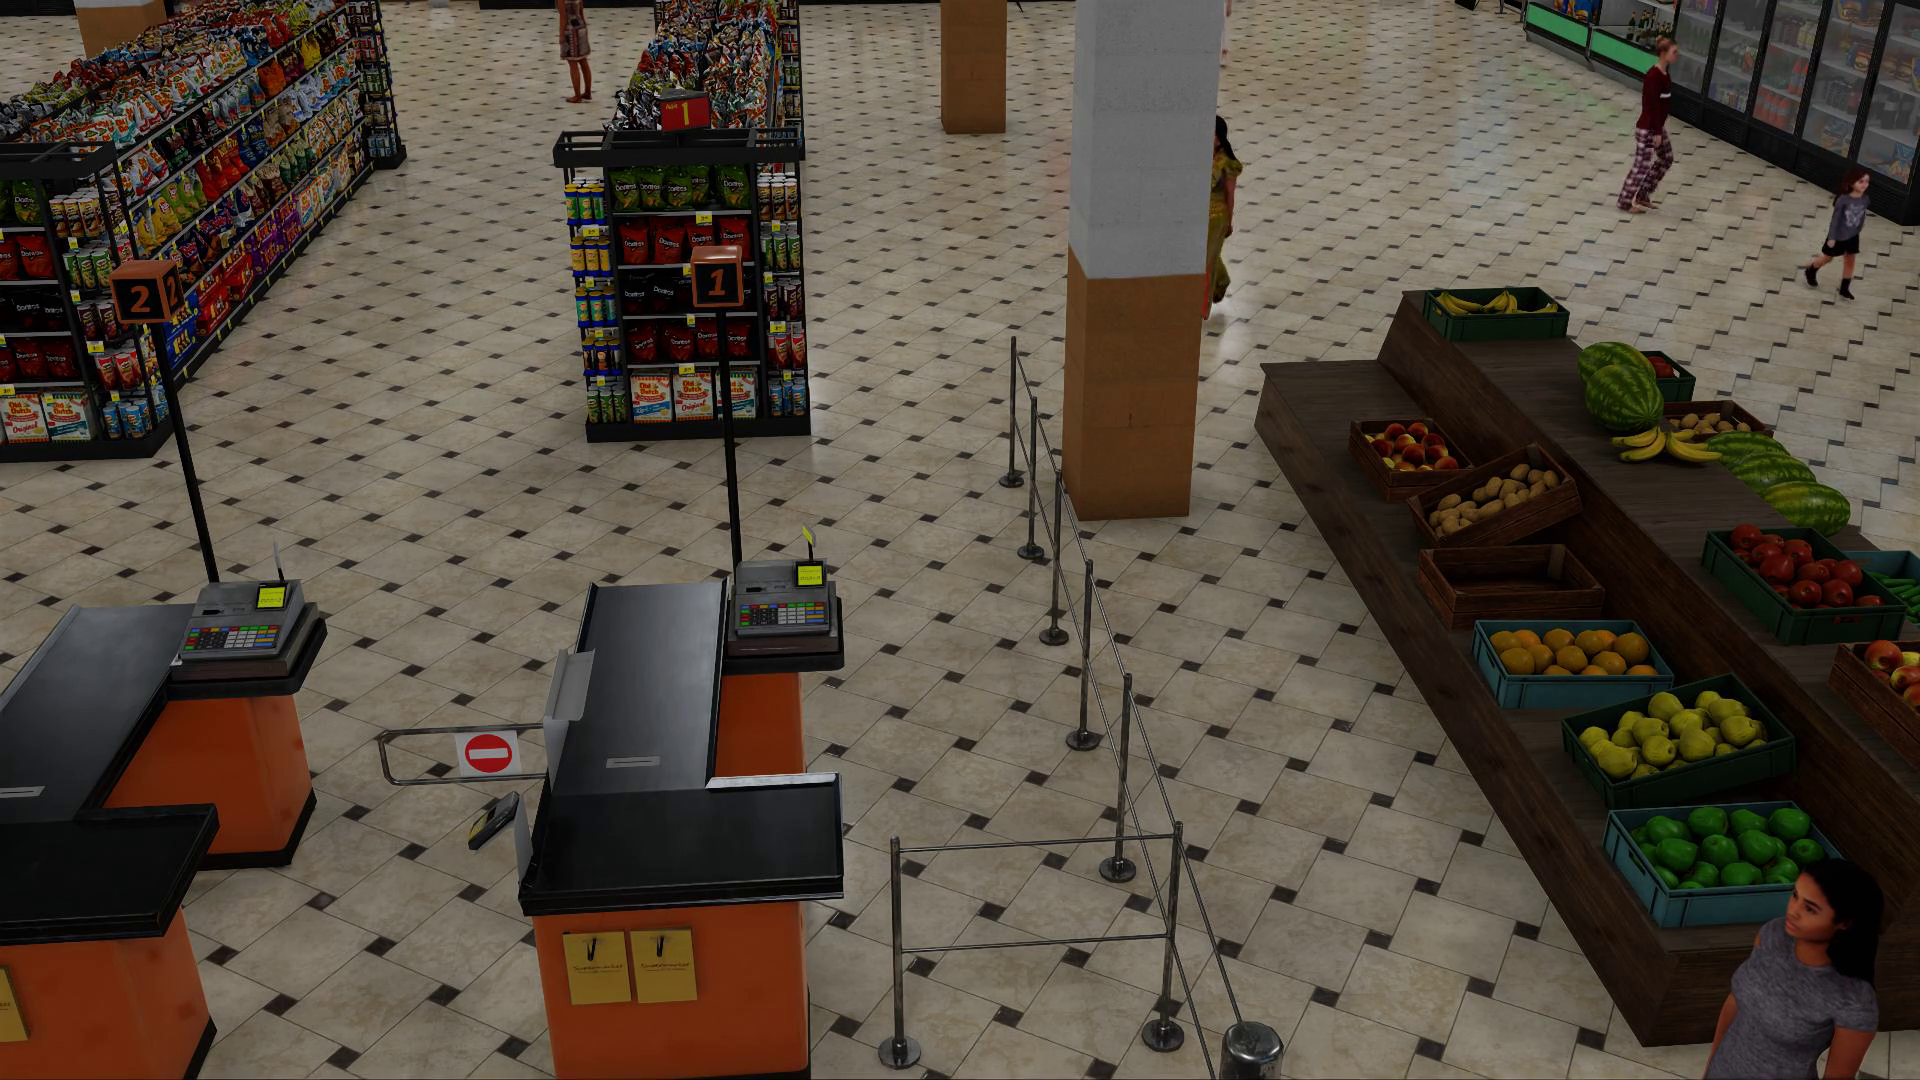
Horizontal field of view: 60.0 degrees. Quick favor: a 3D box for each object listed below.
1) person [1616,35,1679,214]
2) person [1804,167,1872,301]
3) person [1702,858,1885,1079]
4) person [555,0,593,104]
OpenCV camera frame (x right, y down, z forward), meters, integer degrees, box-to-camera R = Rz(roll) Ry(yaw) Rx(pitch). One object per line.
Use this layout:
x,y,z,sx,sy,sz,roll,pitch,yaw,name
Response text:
6.598,-3.999,16.058,0.846,1.685,0.773,15,31,28,person
7.377,-2.590,13.946,0.525,1.081,0.795,-5,27,-9,person
2.327,1.655,4.803,0.683,1.781,0.518,-8,28,-15,person
-4.779,-6.263,20.565,0.787,1.645,0.677,14,30,26,person
